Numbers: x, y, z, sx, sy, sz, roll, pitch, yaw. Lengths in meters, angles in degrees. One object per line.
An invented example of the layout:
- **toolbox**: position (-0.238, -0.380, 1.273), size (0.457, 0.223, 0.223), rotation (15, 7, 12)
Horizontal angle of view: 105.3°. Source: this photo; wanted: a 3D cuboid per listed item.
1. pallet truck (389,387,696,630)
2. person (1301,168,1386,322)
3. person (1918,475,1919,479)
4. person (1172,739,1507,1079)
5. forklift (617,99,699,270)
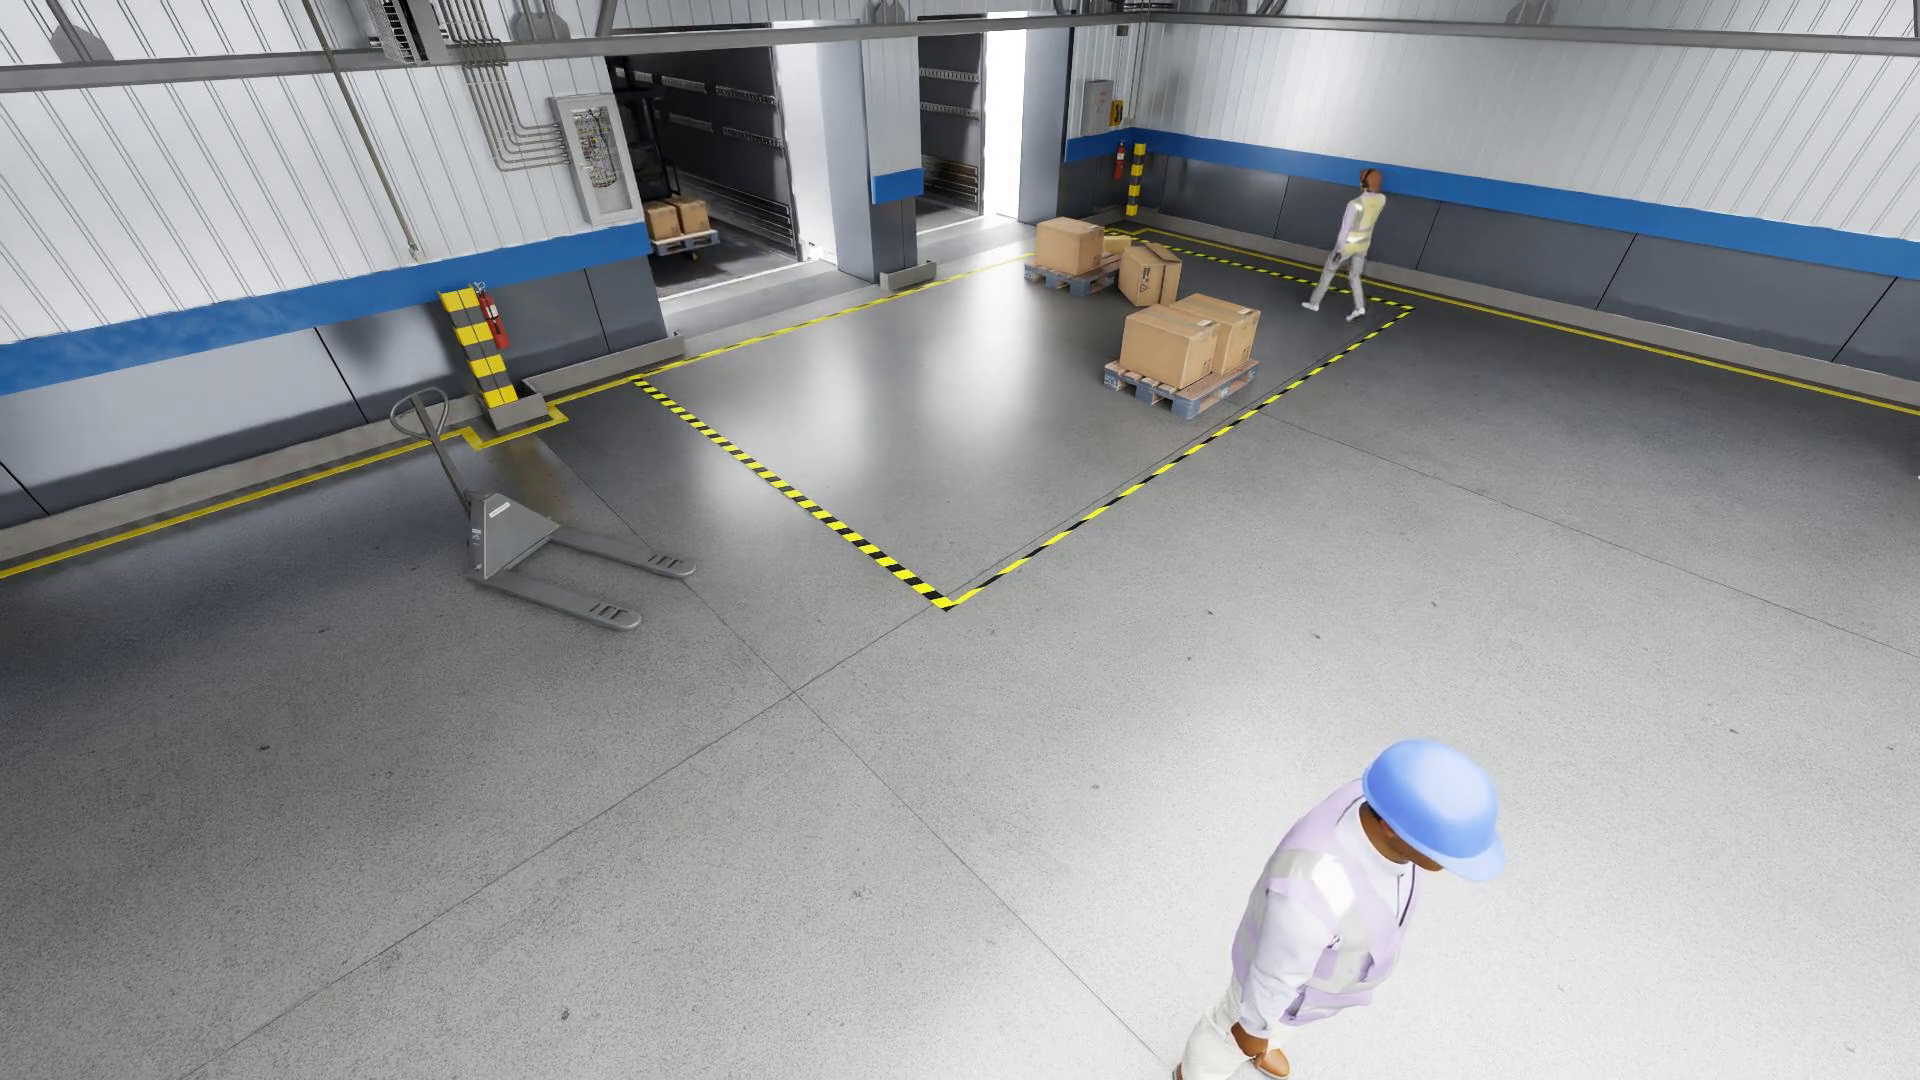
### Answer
- **pallet truck**: position (-2.613, -0.247, 4.593), size (1.601, 1.201, 0.680), rotation (14, 40, 17)
- **person**: position (4.410, -3.293, 8.234), size (0.517, 1.597, 0.805), rotation (-11, 39, -14)
- **person**: position (7.881, -1.111, 5.297), size (0.483, 1.744, 0.303), rotation (0, 38, 0)
- **person**: position (1.004, 1.213, 2.125), size (0.614, 1.945, 0.398), rotation (-28, 46, -31)
- **forklift**: position (-4.554, -4.946, 10.019), size (0.716, 2.013, 0.776), rotation (-30, 47, -33)
